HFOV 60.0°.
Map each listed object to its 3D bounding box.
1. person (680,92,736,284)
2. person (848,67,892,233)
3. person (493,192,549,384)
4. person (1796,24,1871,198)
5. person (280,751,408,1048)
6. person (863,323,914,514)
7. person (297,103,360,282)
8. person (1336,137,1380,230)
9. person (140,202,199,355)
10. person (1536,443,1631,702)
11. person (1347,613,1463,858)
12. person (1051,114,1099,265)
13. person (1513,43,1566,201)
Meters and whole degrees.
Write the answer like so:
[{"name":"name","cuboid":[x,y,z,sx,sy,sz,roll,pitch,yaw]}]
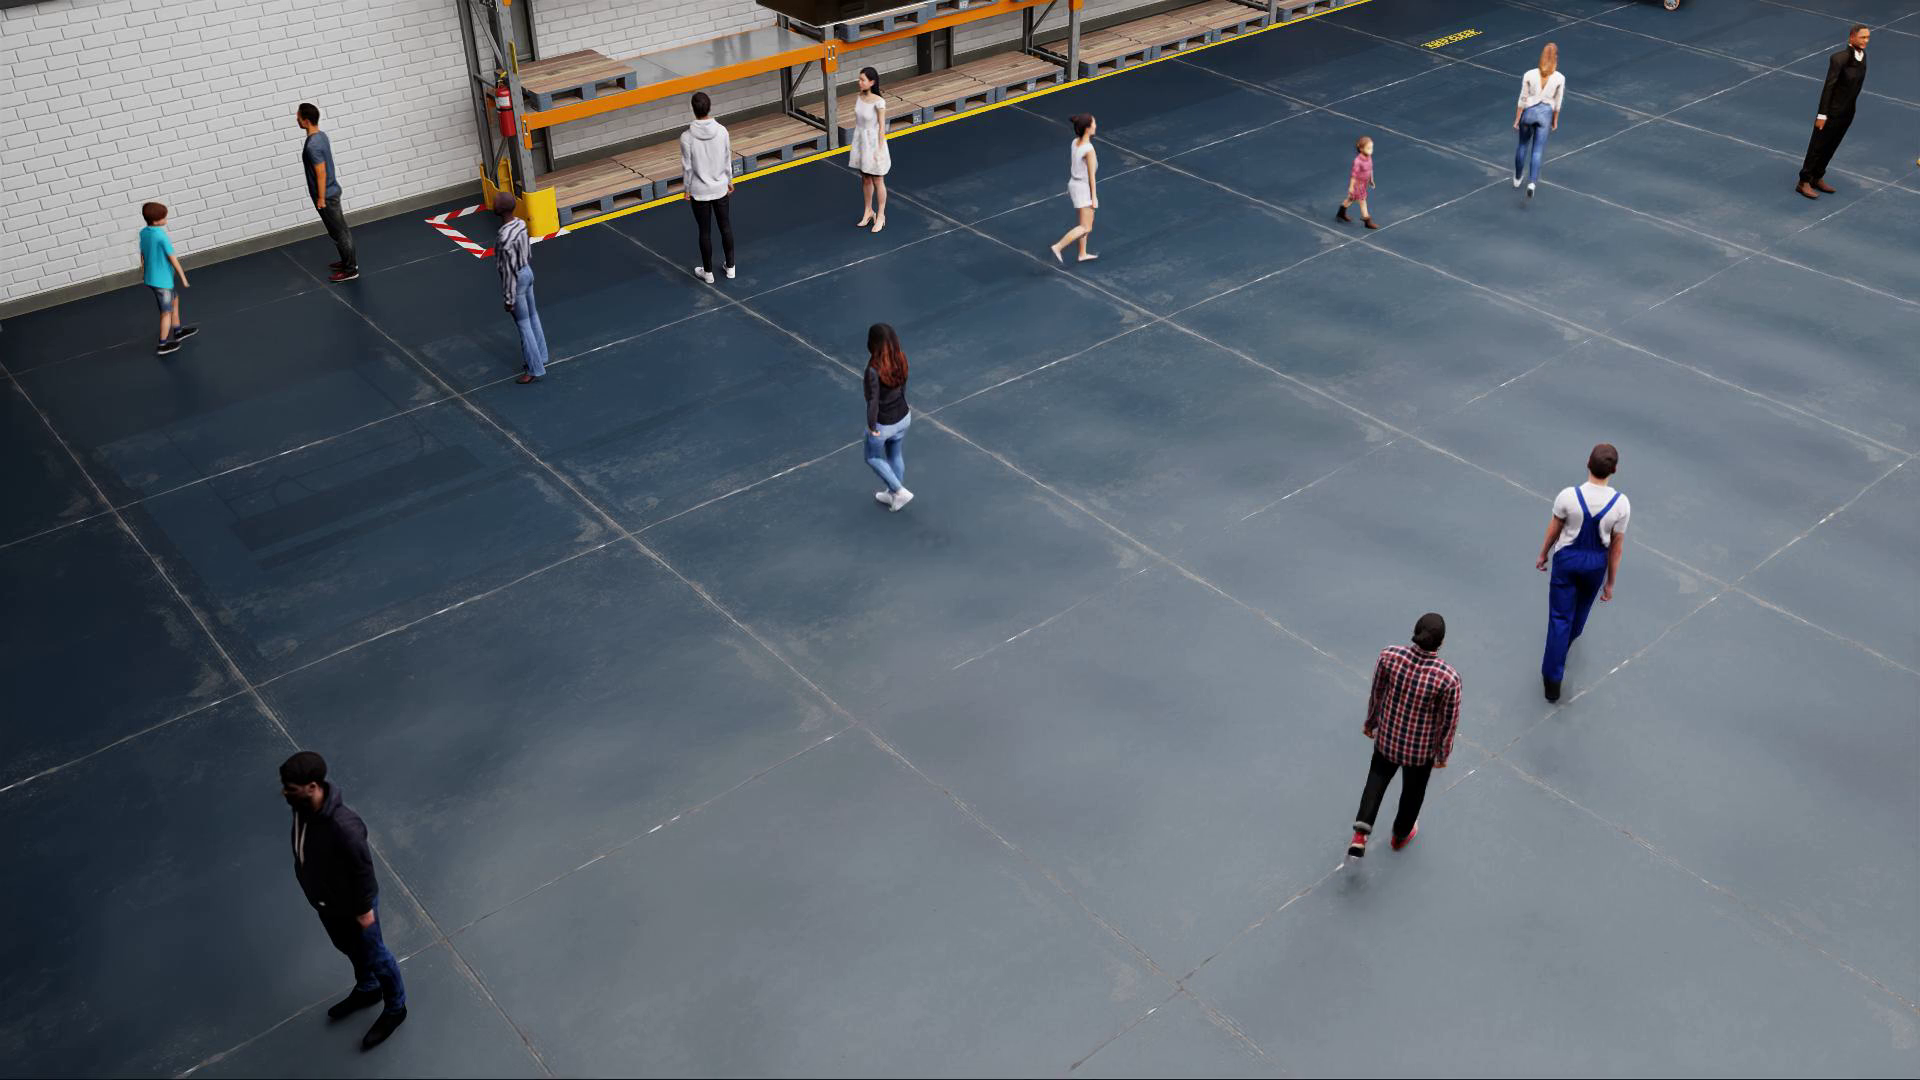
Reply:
[{"name":"person","cuboid":[-2.500,-3.521,16.607,0.609,1.930,0.793,-16,37,-23]},{"name":"person","cuboid":[-0.955,-4.158,17.706,0.623,1.774,0.641,-26,42,-34]},{"name":"person","cuboid":[-3.928,-2.256,14.826,0.744,1.796,0.689,2,34,3]},{"name":"person","cuboid":[9.776,-4.802,18.558,0.599,1.904,0.802,-18,38,-25]},{"name":"person","cuboid":[-3.185,1.814,8.613,0.717,1.894,0.644,23,40,31]},{"name":"person","cuboid":[-0.503,-0.912,12.960,0.744,1.622,0.686,26,42,34]},{"name":"person","cuboid":[-6.349,-3.494,16.676,0.718,1.810,0.727,-6,34,-10]},{"name":"person","cuboid":[4.290,-3.885,17.998,0.555,0.996,0.719,26,42,34]},{"name":"person","cuboid":[-7.464,-2.408,15.396,0.628,1.418,0.772,16,37,23]},{"name":"person","cuboid":[4.090,0.253,11.027,1.024,1.822,1.196,10,35,15]},{"name":"person","cuboid":[2.578,1.187,9.687,0.841,1.750,0.983,20,39,28]},{"name":"person","cuboid":[1.179,-3.533,16.931,0.891,1.592,0.738,-11,35,-16]},{"name":"person","cuboid":[6.405,-4.624,18.482,0.987,1.692,1.167,10,35,15]}]
